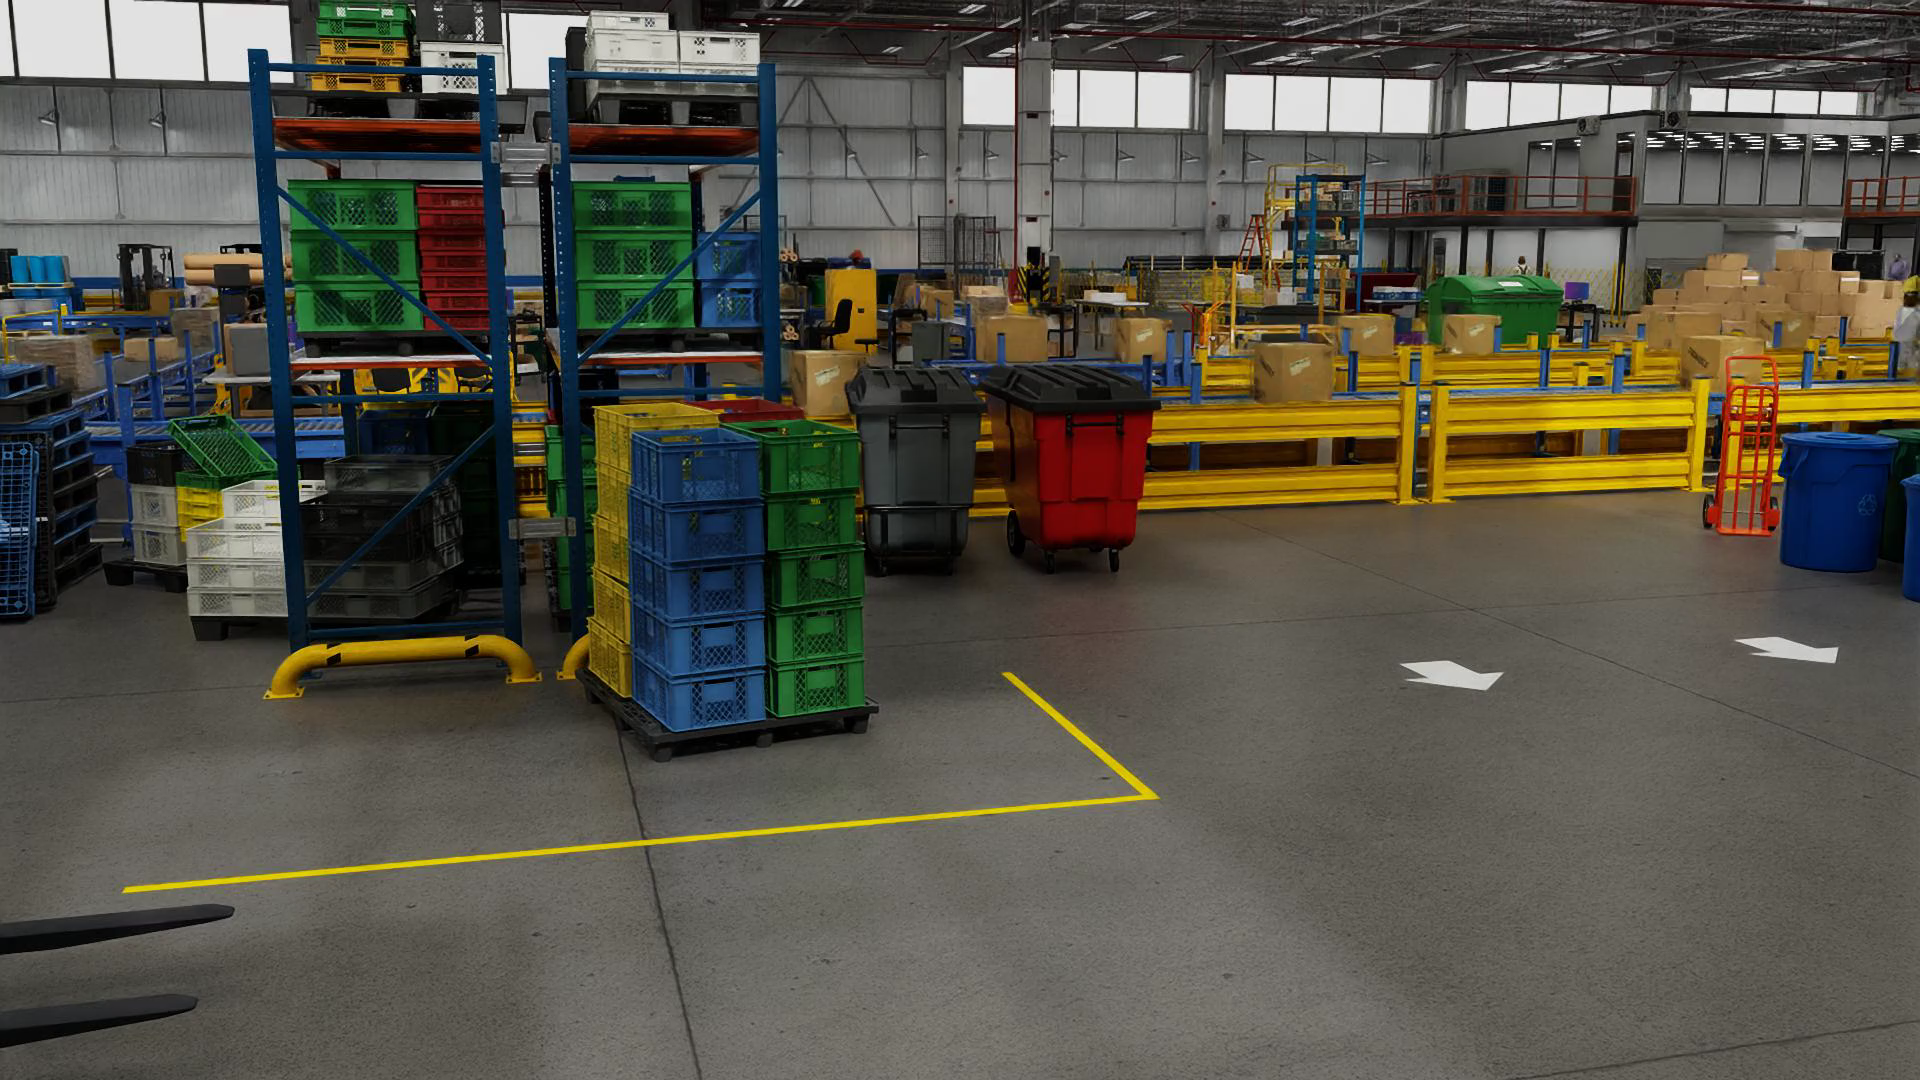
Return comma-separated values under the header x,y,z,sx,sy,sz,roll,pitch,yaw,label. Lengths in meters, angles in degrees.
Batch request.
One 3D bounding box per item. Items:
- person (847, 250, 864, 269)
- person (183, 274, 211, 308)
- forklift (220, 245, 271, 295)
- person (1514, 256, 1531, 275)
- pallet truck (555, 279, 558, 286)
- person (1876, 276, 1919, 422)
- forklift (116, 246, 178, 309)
x,y,z,sx,sy,sz,roll,pitch,yaw,label
-2.398,-5.794,39.176,0.556,2.025,0.646,3,11,18,person
-15.565,-4.794,33.958,0.745,1.886,0.435,3,11,19,person
-17.749,-6.334,41.440,1.157,1.987,2.680,-3,10,-17,forklift
16.717,-7.538,49.566,0.508,1.847,0.345,-1,10,-5,person
-10.604,-6.375,44.520,0.653,1.274,1.630,-3,10,-15,pallet truck
11.038,-2.143,19.189,0.907,1.795,0.604,-2,10,-9,person
-19.966,-6.232,40.894,1.157,1.987,2.680,-3,10,-15,forklift
